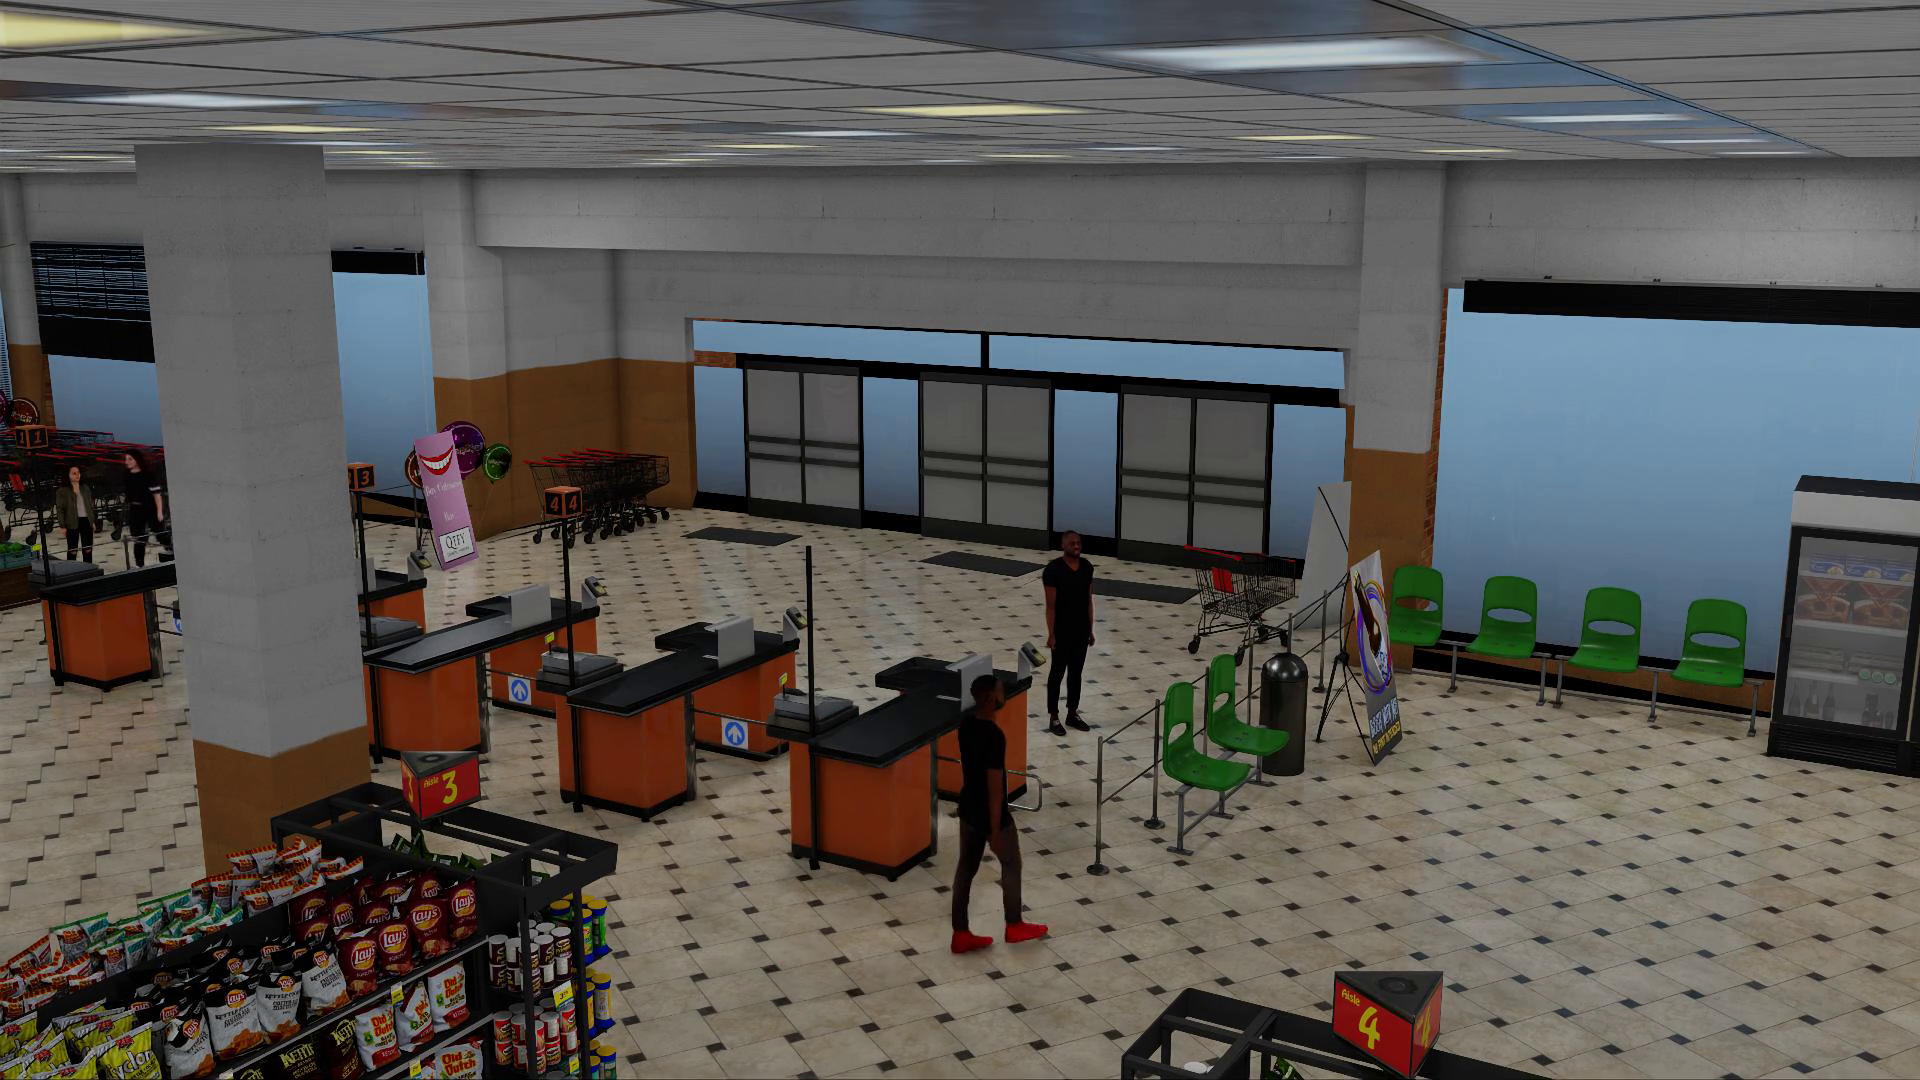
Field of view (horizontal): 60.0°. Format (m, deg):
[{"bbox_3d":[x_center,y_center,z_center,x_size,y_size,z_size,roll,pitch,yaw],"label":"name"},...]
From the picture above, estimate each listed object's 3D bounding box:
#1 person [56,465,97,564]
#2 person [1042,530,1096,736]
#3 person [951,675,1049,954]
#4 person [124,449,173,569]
[{"bbox_3d":[-10.748,-0.187,20.253,0.667,1.476,0.485,9,15,37],"label":"person"},{"bbox_3d":[0.961,0.800,14.733,0.686,1.820,0.811,-7,14,-29],"label":"person"},{"bbox_3d":[0.068,1.737,10.369,1.023,1.786,0.918,-7,14,-30],"label":"person"},{"bbox_3d":[-10.082,-0.339,20.687,0.934,1.596,1.212,1,12,4],"label":"person"}]
